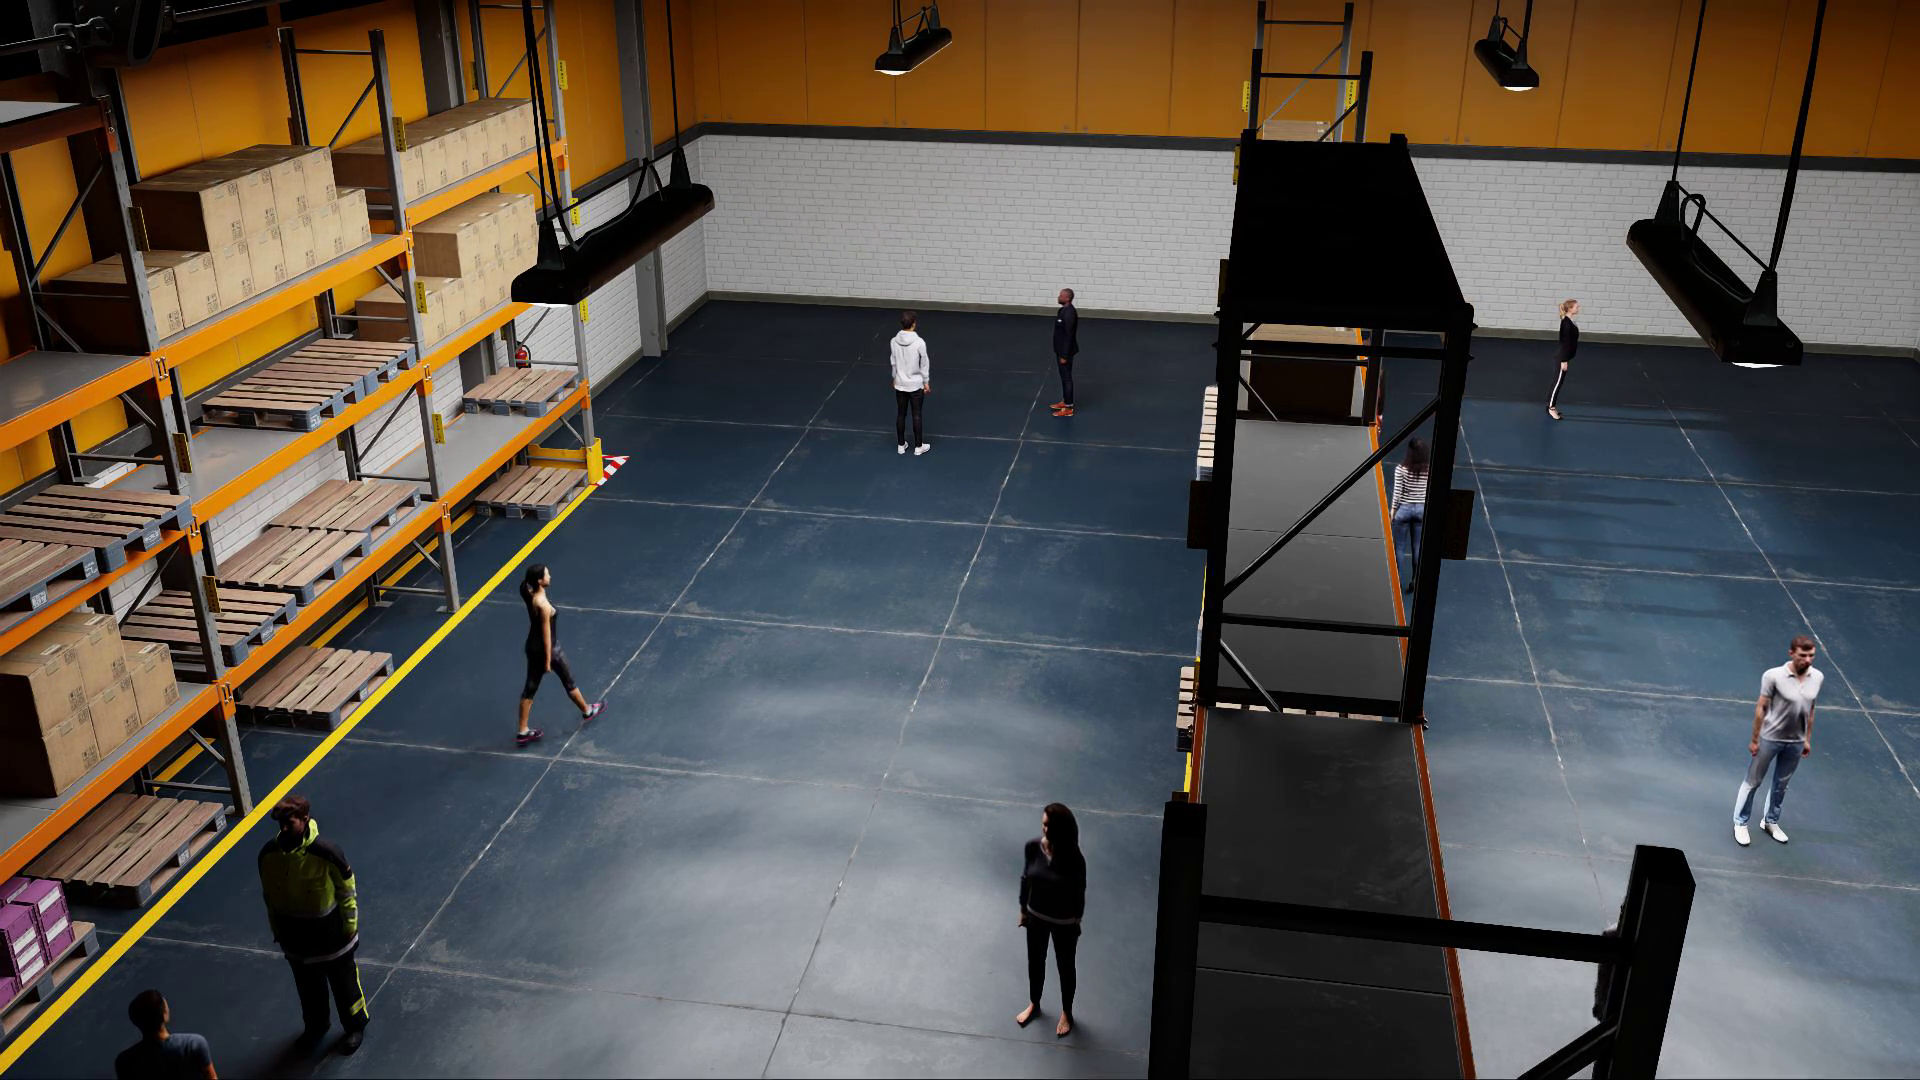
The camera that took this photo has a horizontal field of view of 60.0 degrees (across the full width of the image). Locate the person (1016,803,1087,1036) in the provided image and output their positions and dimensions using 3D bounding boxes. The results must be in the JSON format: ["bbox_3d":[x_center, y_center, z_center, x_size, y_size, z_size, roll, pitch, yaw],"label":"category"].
[{"bbox_3d":[0.635,2.582,11.456,0.664,1.768,0.601,10,25,21],"label":"person"}]

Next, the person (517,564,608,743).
[{"bbox_3d":[-3.867,1.052,15.061,1.166,1.686,1.028,-20,30,-38],"label":"person"}]

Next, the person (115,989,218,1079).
[{"bbox_3d":[-4.510,3.371,9.601,0.725,1.808,0.731,-9,25,-20],"label":"person"}]

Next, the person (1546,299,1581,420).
[{"bbox_3d":[8.418,-2.535,23.240,0.695,1.707,0.501,6,24,14],"label":"person"}]

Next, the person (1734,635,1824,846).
[{"bbox_3d":[6.695,1.612,13.574,0.698,1.851,0.625,-1,24,-3],"label":"person"}]

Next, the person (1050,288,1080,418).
[{"bbox_3d":[1.488,-2.655,23.375,0.799,1.818,0.607,-1,24,-1],"label":"person"}]

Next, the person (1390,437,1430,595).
[{"bbox_3d":[4.849,-0.255,17.914,0.606,1.796,0.534,1,24,2],"label":"person"}]

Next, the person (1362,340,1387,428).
[{"bbox_3d":[5.031,-1.593,20.837,0.685,1.905,0.612,3,24,6],"label":"person"}]

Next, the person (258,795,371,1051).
[{"bbox_3d":[-4.349,2.569,11.222,0.793,1.981,0.672,1,24,2],"label":"person"}]

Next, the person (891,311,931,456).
[{"bbox_3d":[-0.665,-2.071,21.897,0.709,1.931,0.642,8,25,17],"label":"person"}]
